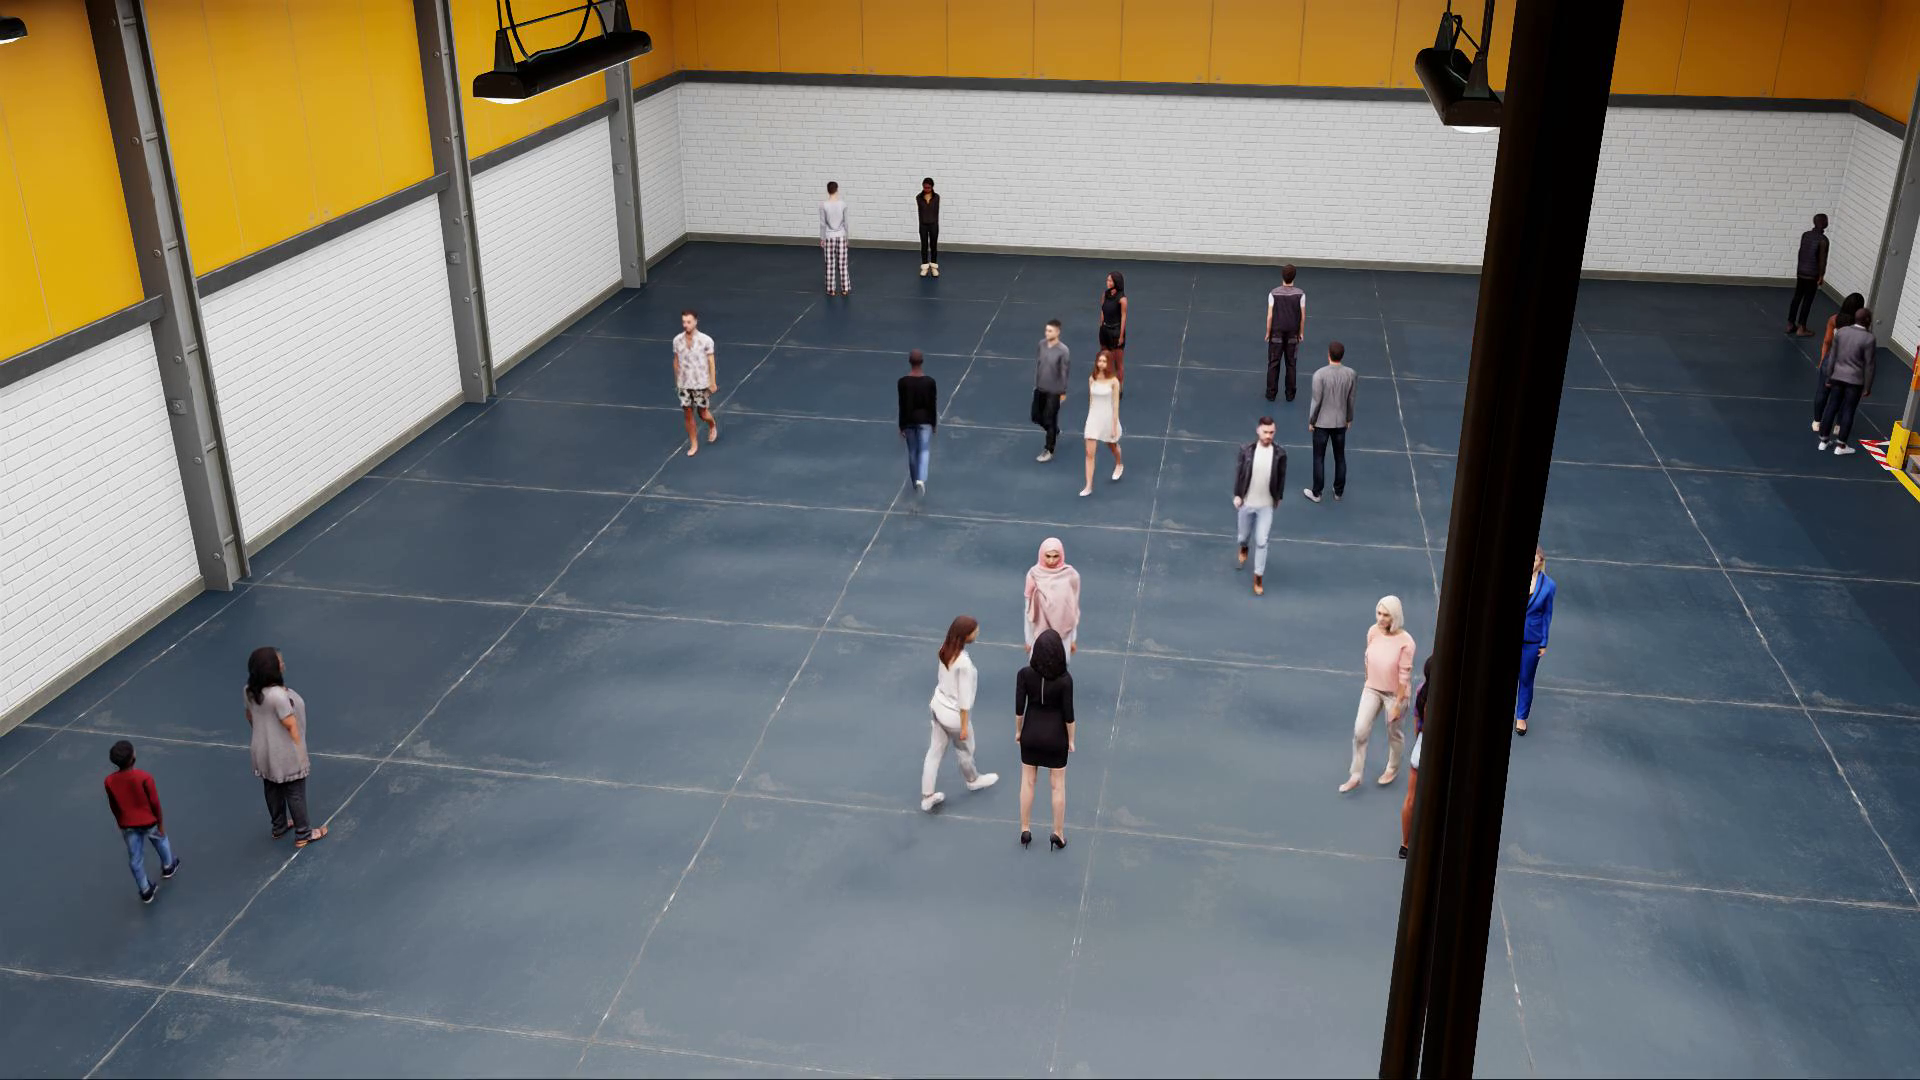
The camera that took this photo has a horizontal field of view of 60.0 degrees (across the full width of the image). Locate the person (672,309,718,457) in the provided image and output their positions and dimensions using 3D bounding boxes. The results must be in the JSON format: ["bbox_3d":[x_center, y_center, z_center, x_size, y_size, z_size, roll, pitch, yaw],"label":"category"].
[{"bbox_3d":[-3.235,-1.958,20.362,0.671,1.800,0.812,5,24,11],"label":"person"}]

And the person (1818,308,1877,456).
[{"bbox_3d":[10.840,-1.947,20.316,0.860,1.815,0.771,-13,27,-27],"label":"person"}]

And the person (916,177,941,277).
[{"bbox_3d":[-0.530,-5.349,28.293,0.618,1.660,0.666,0,24,1],"label":"person"}]

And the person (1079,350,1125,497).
[{"bbox_3d":[1.701,-1.380,19.210,0.863,1.663,1.257,13,27,27],"label":"person"}]

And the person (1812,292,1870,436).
[{"bbox_3d":[11.117,-2.235,20.986,0.736,1.808,0.748,16,28,32],"label":"person"}]

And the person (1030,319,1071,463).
[{"bbox_3d":[1.129,-1.837,20.142,0.822,1.754,0.902,18,29,35],"label":"person"}]

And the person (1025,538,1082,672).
[{"bbox_3d":[0.768,0.814,14.018,0.669,1.802,0.656,-1,24,-3],"label":"person"}]

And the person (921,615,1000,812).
[{"bbox_3d":[-0.114,1.376,12.925,1.089,1.648,1.033,-17,29,-33],"label":"person"}]

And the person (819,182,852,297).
[{"bbox_3d":[-2.027,-4.900,27.033,0.698,1.846,0.673,-5,24,-11],"label":"person"}]

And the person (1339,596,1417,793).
[{"bbox_3d":[3.462,1.196,13.273,0.877,1.698,0.989,19,30,37],"label":"person"}]

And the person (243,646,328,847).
[{"bbox_3d":[-5.153,1.551,12.567,0.711,1.613,0.743,12,26,25],"label":"person"}]

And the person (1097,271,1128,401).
[{"bbox_3d":[2.039,-2.729,22.199,0.708,1.741,0.665,-18,29,-36],"label":"person"}]

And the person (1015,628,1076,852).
[{"bbox_3d":[0.625,1.505,12.436,0.626,1.803,0.522,7,24,15],"label":"person"}]

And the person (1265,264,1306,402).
[{"bbox_3d":[4.322,-2.755,22.125,0.659,1.848,0.576,2,24,5],"label":"person"}]

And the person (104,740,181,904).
[{"bbox_3d":[-5.897,2.043,11.913,0.655,1.237,0.801,-4,24,-9],"label":"person"}]

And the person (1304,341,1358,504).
[{"bbox_3d":[4.206,-1.345,18.867,0.757,1.873,0.726,-4,24,-9],"label":"person"}]

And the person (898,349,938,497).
[{"bbox_3d":[-0.492,-1.294,18.929,0.697,1.730,1.014,0,24,0],"label":"person"}]

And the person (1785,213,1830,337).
[{"bbox_3d":[12.751,-3.998,24.985,0.830,1.835,0.666,-5,24,-12],"label":"person"}]

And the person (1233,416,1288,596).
[{"bbox_3d":[2.988,-0.399,16.778,0.683,1.814,0.975,3,24,6],"label":"person"}]
